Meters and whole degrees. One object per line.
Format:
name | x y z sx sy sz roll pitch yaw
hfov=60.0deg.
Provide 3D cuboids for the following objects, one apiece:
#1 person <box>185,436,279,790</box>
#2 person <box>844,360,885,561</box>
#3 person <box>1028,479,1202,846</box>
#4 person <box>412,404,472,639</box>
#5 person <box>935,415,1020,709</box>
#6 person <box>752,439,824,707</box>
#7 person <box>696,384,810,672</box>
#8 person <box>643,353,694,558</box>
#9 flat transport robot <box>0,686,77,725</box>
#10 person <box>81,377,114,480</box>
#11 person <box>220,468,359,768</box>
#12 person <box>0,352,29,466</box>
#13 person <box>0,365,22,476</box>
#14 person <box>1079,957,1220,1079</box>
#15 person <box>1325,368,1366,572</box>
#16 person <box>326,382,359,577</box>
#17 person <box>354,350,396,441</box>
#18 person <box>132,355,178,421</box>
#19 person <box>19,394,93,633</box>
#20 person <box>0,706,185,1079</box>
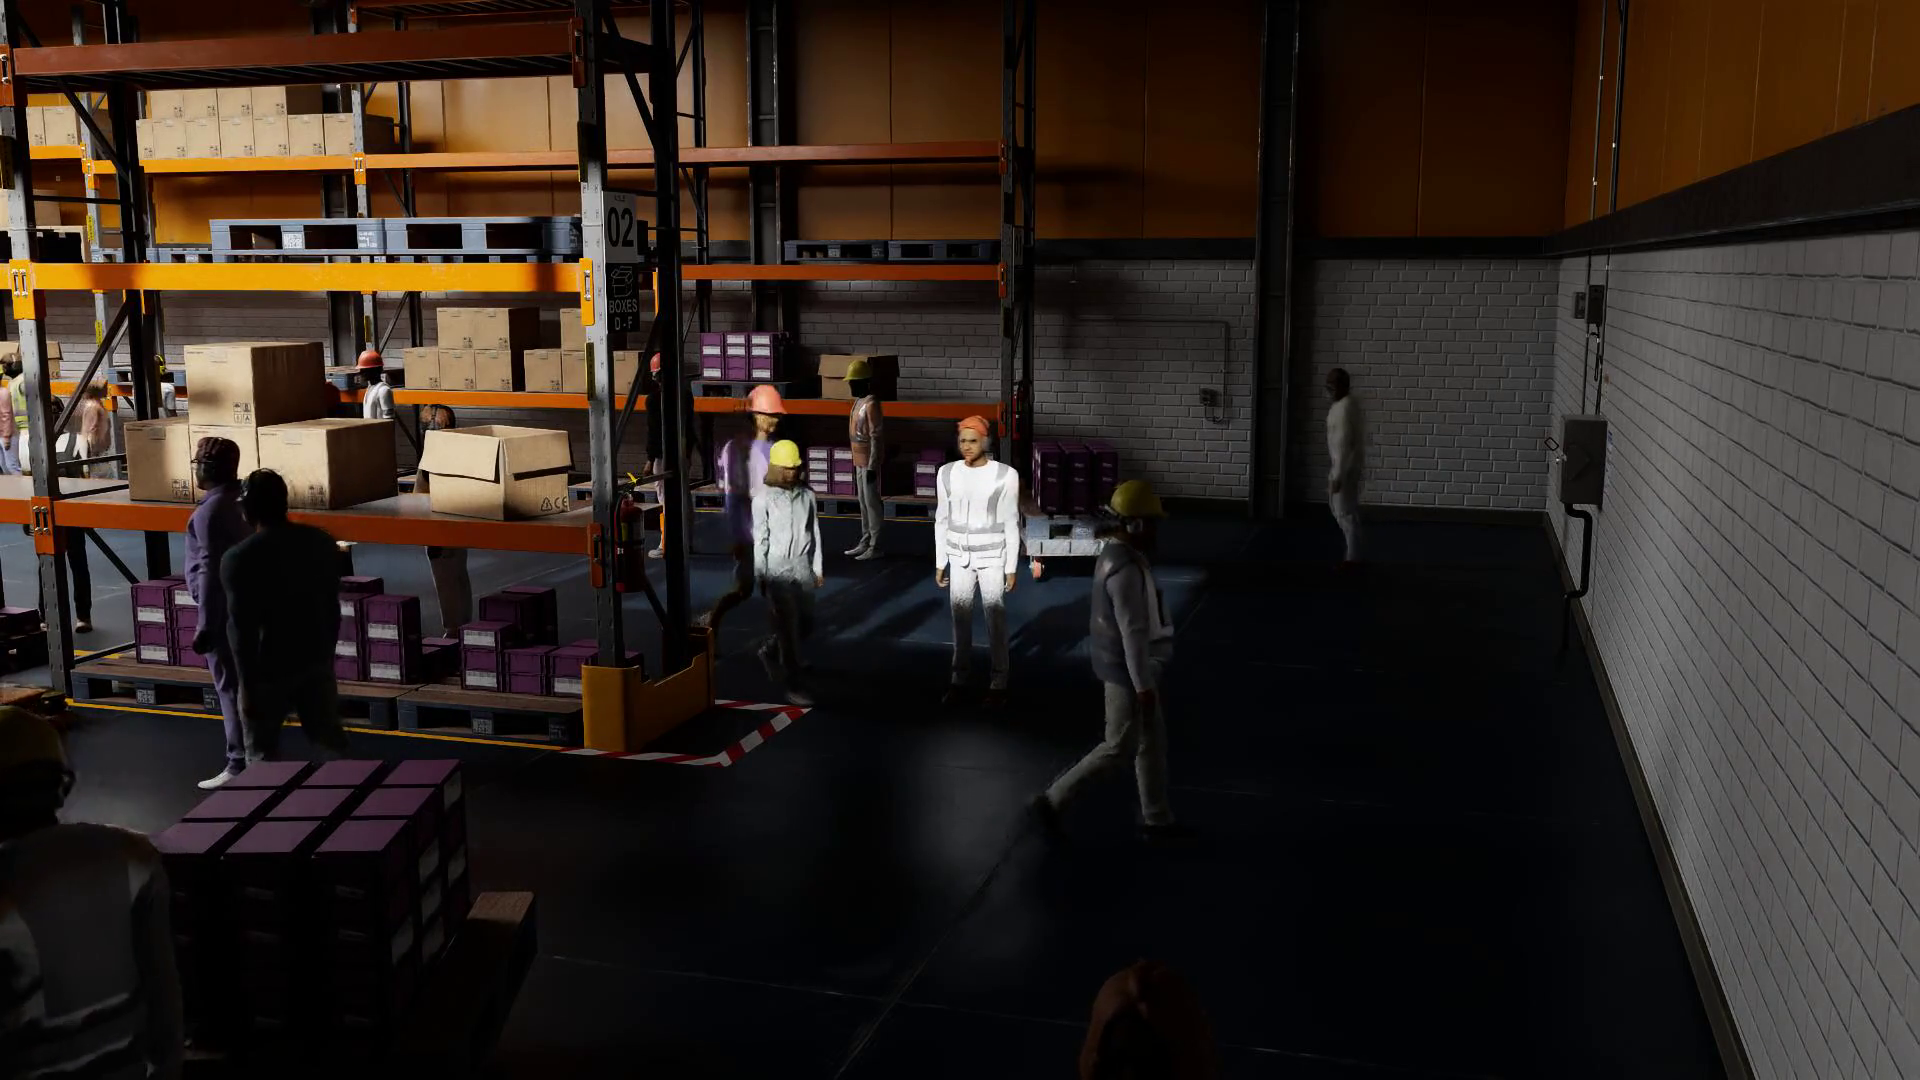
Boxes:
person | -3.959 0.391 8.996 0.405 1.911 0.636 1 9 4
person | -0.913 -0.760 15.967 0.383 1.923 0.589 -3 10 -17
person | 0.759 0.605 7.984 0.785 1.810 0.591 1 9 6
person | -3.703 -0.056 11.921 0.429 1.841 0.637 0 9 -2
person | 0.105 0.139 10.633 0.578 1.879 0.346 4 10 23
person | -1.140 0.192 10.762 0.496 1.714 0.581 -9 13 -42
person | -1.468 -0.092 11.669 0.863 2.017 0.613 8 12 40
person | -2.820 -0.812 16.089 0.391 1.987 0.608 6 11 34
flat transport robot | -6.208 1.026 10.103 1.431 0.197 0.652 3 10 16
person | -9.595 -0.987 18.304 0.633 1.620 0.527 -4 10 -25
person | -3.136 0.601 7.808 1.023 1.889 0.646 6 11 34
person | -11.036 -1.313 19.698 0.466 1.816 0.650 -8 13 -42
person | -10.979 -1.180 19.043 0.529 1.757 0.371 8 12 41
person | 0.328 1.521 2.964 0.503 1.628 0.270 4 10 24
person | 3.539 -0.638 15.302 0.481 1.897 0.655 1 9 9
person | -4.893 -0.266 12.935 0.542 1.930 0.374 -6 11 -30
person | -6.178 -1.039 17.633 0.368 1.933 0.551 -7 12 -36
person | -8.714 -1.080 18.128 0.518 1.857 0.326 1 9 6
person | -6.922 -0.196 12.767 0.507 1.847 0.344 -2 10 -14
person | -2.176 1.283 3.868 0.709 1.794 0.628 4 10 22
